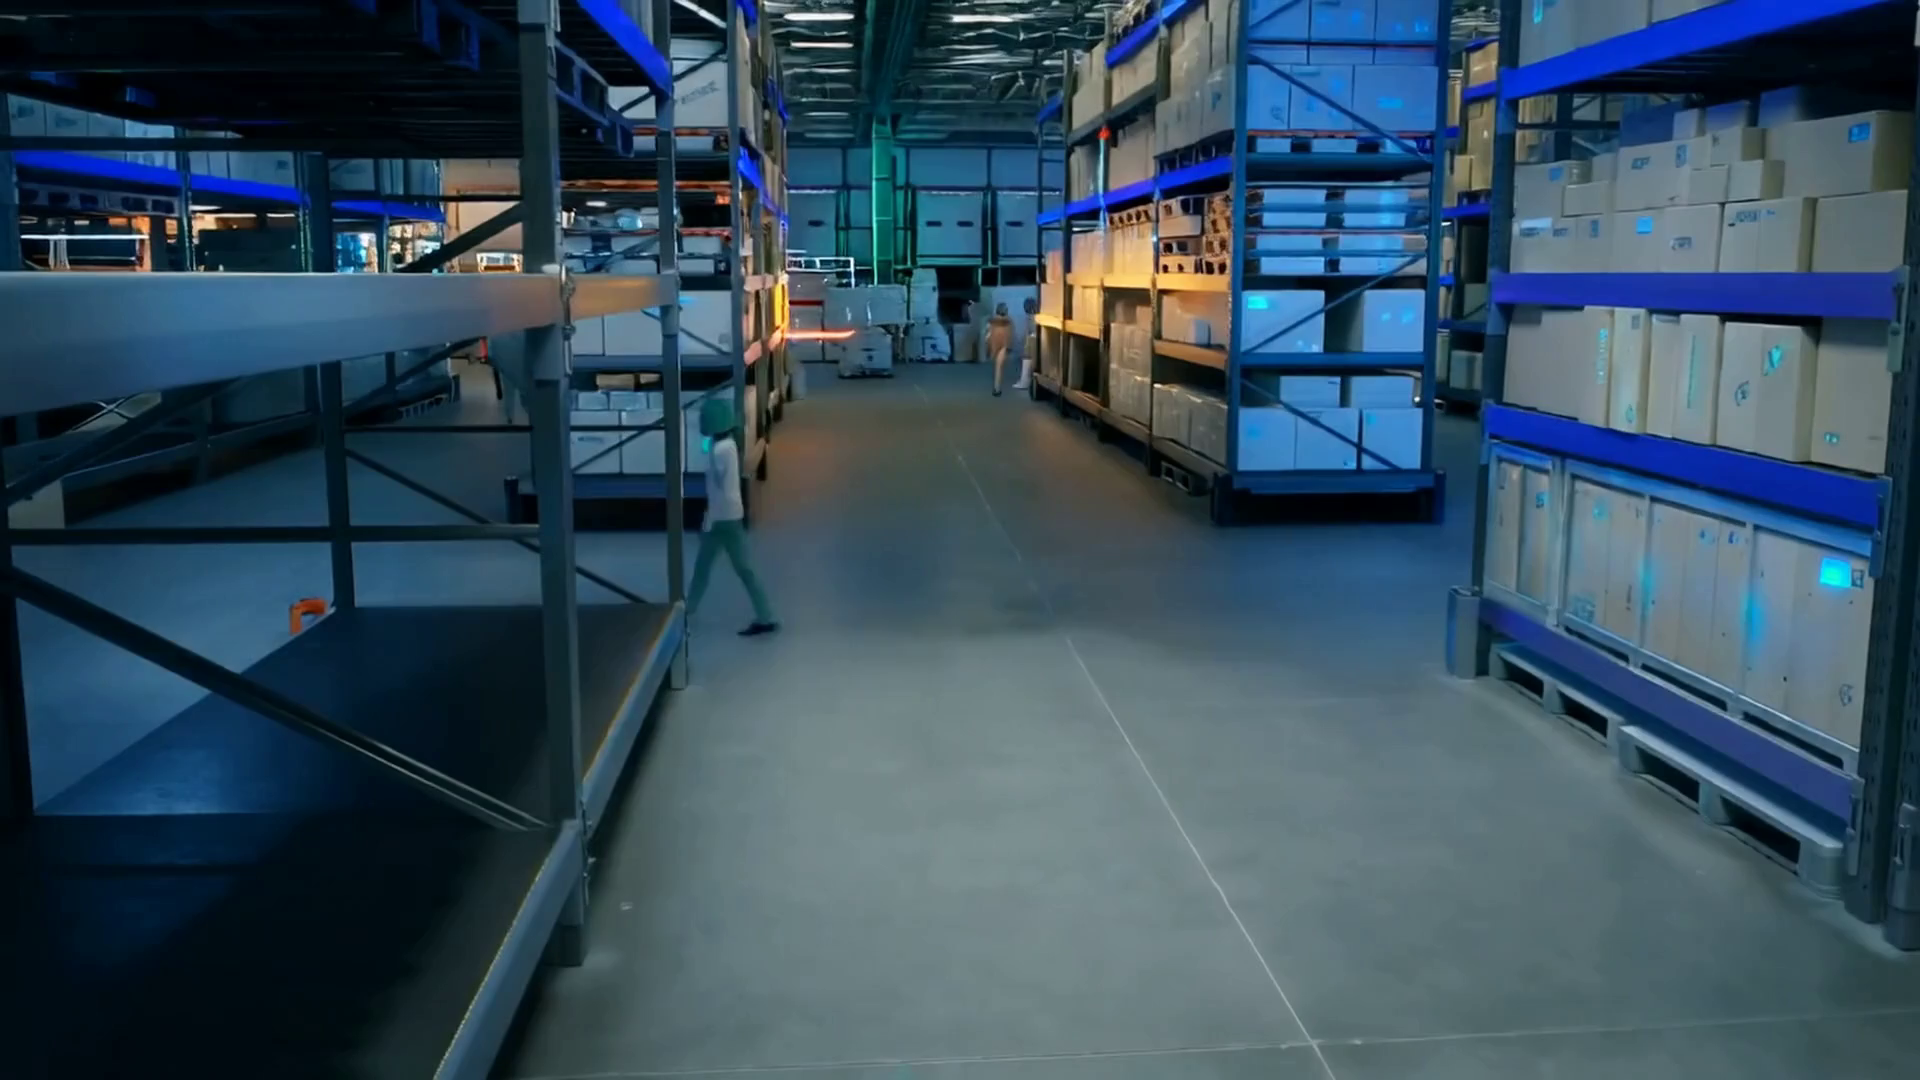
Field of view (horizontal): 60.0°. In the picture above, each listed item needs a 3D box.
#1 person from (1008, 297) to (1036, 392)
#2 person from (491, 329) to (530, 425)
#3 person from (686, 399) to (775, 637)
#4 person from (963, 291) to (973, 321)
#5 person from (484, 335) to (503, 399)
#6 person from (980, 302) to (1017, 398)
[{"bbox_3d":[1.333,-4.028,34.334,0.774,1.941,0.639,0,9,3],"label":"person"},{"bbox_3d":[-7.132,-2.757,26.532,0.655,1.891,0.528,0,9,1],"label":"person"},{"bbox_3d":[-1.627,-0.131,10.971,0.843,1.581,0.522,-2,9,-10],"label":"person"},{"bbox_3d":[0.304,-8.163,60.654,0.474,1.830,0.528,-8,12,-42],"label":"person"},{"bbox_3d":[-8.973,-3.704,32.412,0.579,1.908,0.810,-2,9,-14],"label":"person"},{"bbox_3d":[0.787,-3.775,32.973,0.696,1.882,0.949,3,9,17],"label":"person"}]
